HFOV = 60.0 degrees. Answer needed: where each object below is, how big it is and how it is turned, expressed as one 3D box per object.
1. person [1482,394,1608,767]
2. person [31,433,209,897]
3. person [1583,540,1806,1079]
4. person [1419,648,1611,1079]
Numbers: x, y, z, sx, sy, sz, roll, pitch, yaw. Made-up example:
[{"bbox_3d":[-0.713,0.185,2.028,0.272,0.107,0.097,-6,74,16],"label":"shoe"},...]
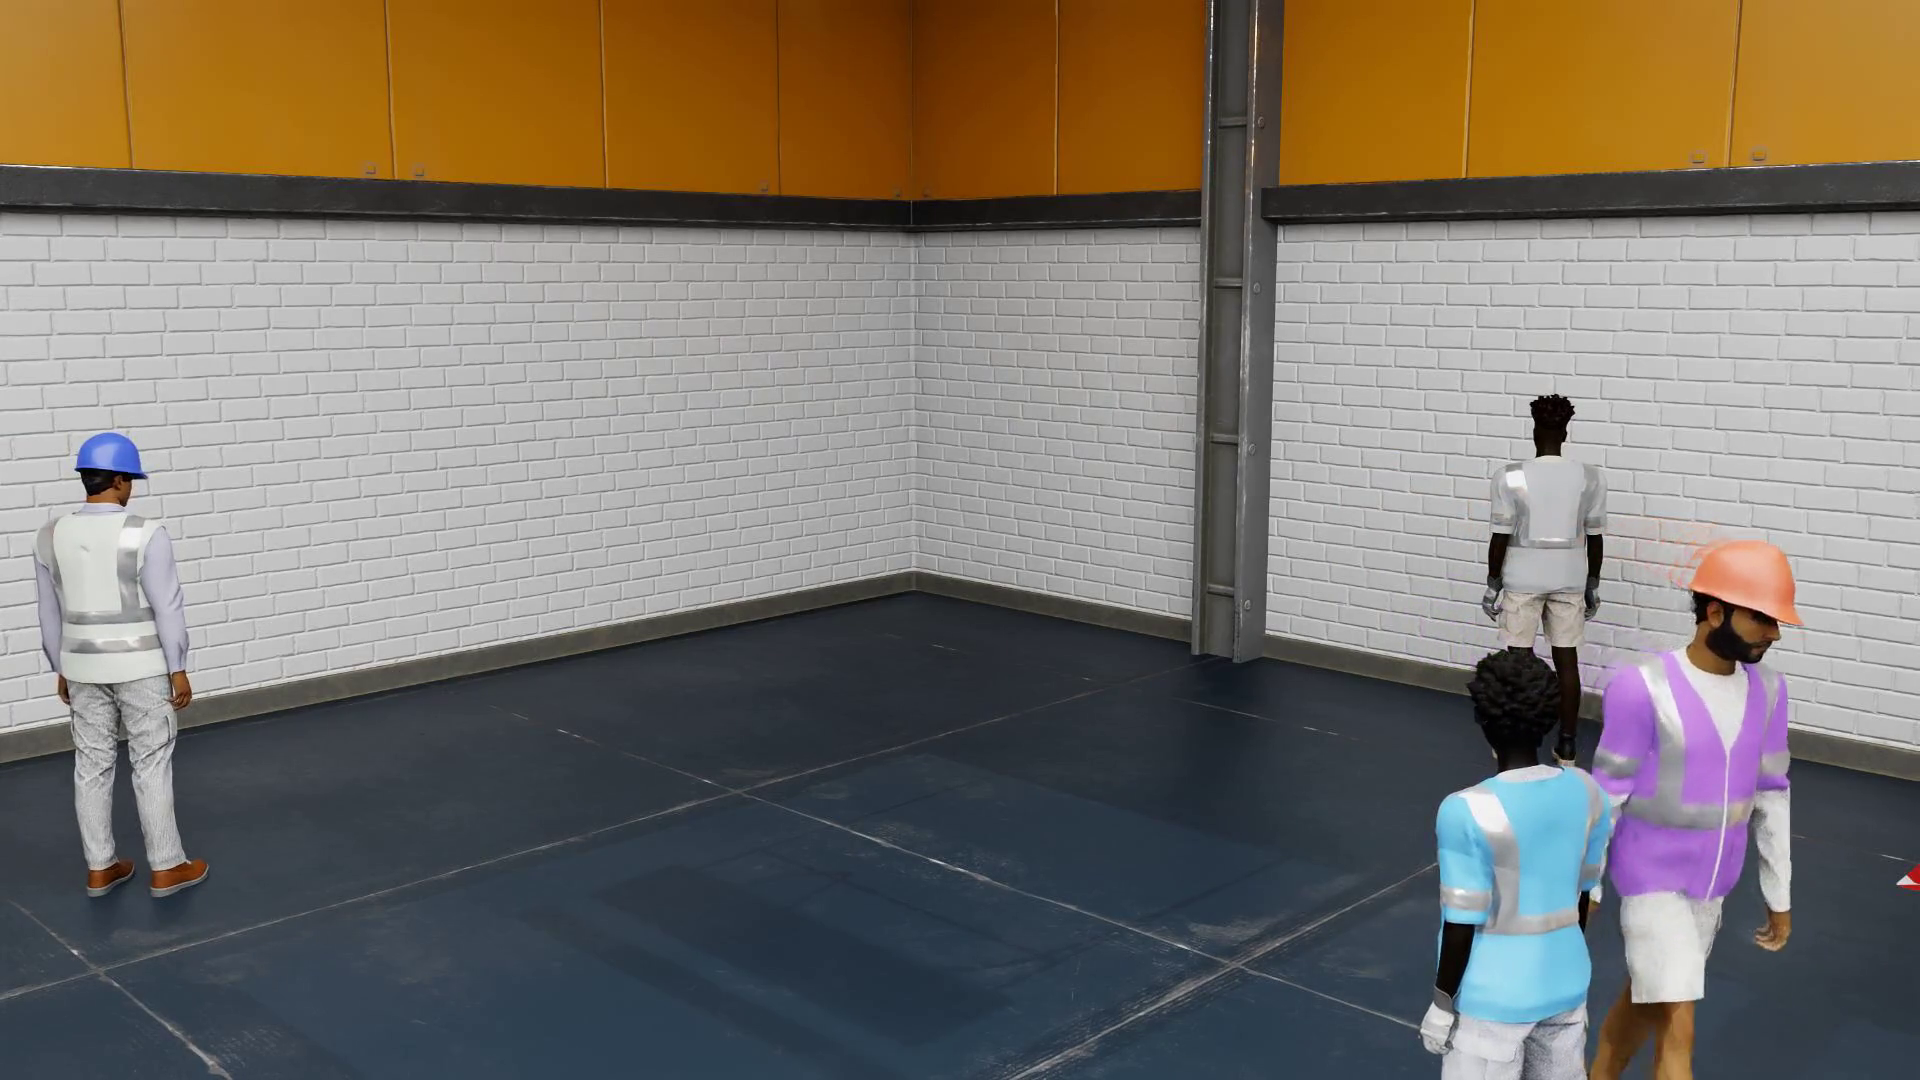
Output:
[{"bbox_3d":[3.048,0.218,8.700,0.611,1.964,0.364,1,9,4],"label":"person"},{"bbox_3d":[-3.483,0.526,6.903,0.604,1.937,0.402,1,9,5],"label":"person"},{"bbox_3d":[2.025,0.943,4.501,0.566,1.883,0.978,-3,10,-18],"label":"person"},{"bbox_3d":[1.347,1.104,4.084,0.538,1.698,0.320,-5,11,-29],"label":"person"}]
